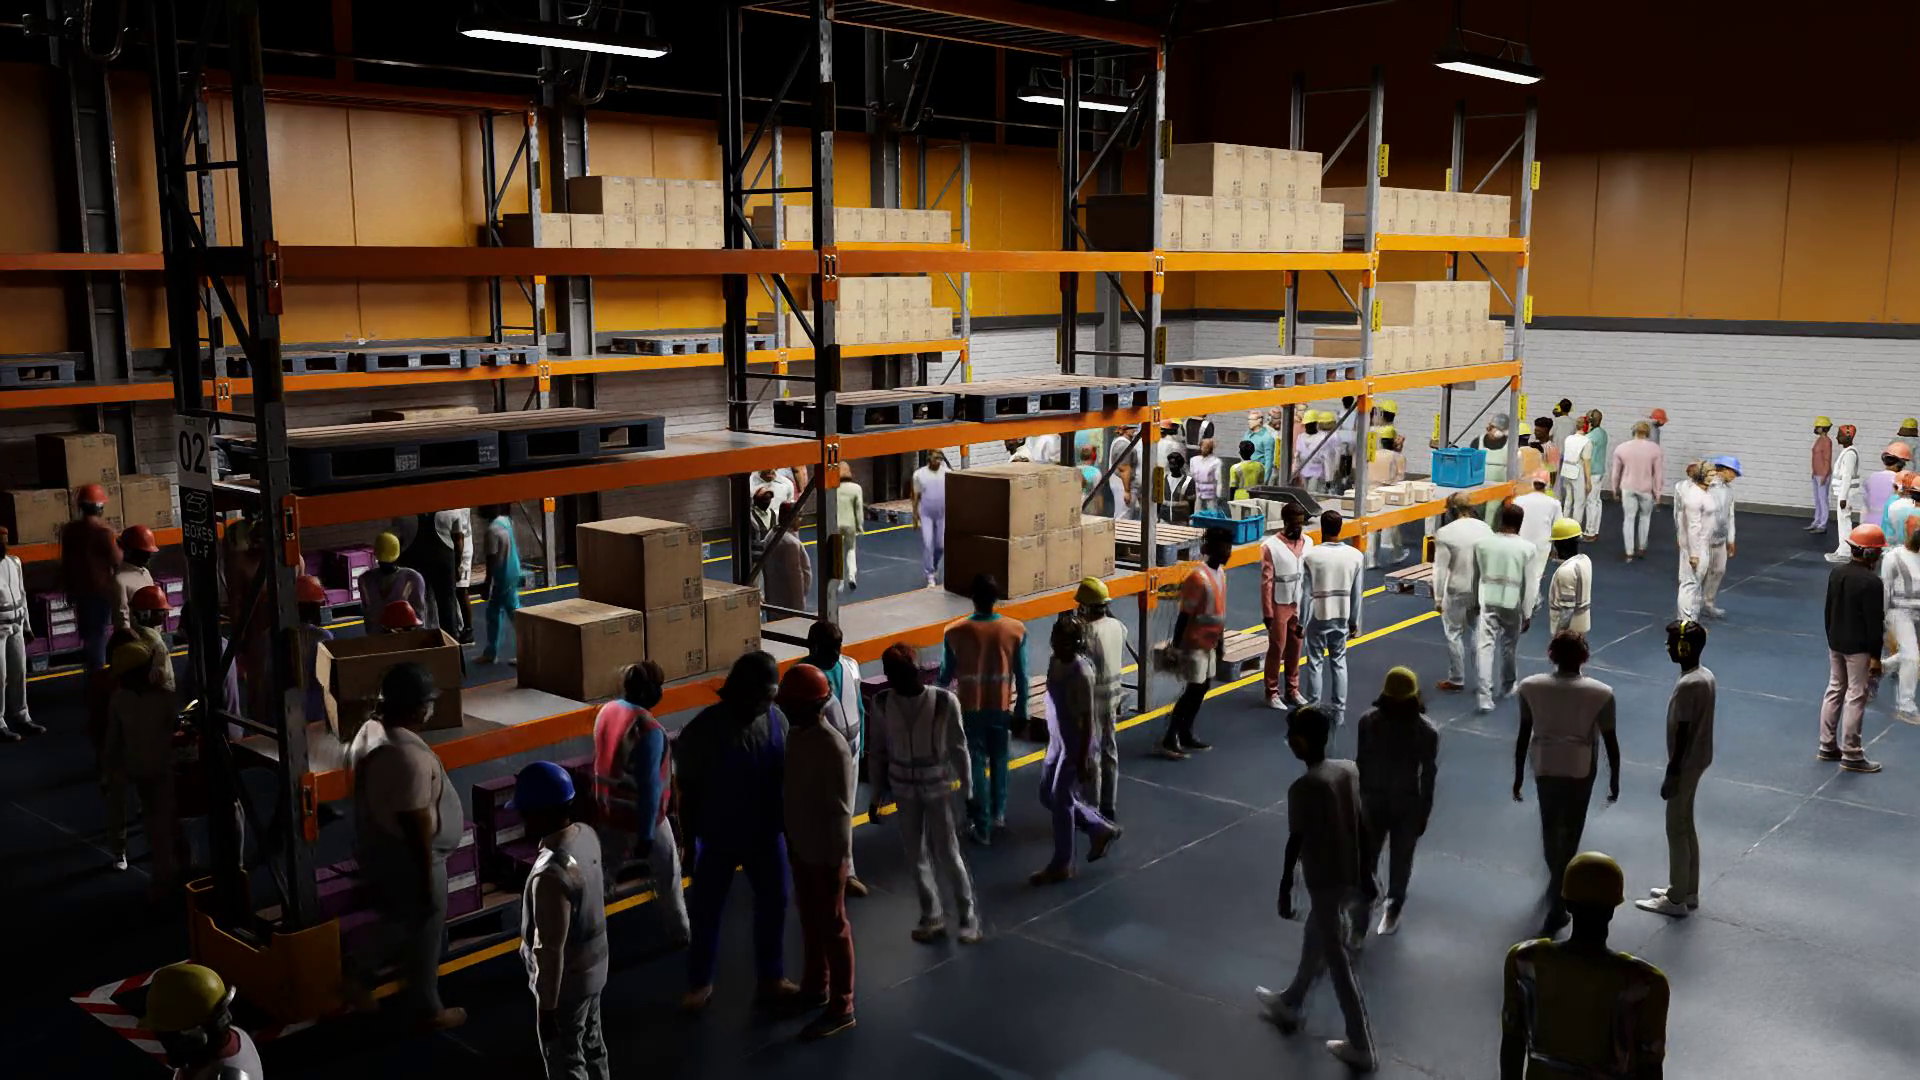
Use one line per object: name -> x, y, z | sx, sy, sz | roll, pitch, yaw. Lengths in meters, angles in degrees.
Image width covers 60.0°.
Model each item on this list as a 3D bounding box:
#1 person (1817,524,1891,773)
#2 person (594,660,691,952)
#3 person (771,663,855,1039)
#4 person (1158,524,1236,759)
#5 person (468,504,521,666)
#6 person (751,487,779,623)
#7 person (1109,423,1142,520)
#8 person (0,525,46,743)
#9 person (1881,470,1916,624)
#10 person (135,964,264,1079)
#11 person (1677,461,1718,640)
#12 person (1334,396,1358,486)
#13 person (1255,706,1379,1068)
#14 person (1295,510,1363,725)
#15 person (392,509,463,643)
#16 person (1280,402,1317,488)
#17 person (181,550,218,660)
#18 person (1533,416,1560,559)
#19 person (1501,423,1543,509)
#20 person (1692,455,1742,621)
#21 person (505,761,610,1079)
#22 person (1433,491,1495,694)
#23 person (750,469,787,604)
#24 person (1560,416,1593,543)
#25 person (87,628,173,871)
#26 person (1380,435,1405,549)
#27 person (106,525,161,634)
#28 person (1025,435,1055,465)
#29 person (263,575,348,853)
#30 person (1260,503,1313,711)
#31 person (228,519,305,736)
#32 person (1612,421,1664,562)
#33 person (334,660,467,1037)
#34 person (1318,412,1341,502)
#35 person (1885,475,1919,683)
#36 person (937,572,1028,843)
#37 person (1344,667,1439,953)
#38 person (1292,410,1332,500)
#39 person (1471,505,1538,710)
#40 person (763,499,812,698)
person -> 7.177, 0.853, 13.325 | 0.381, 1.994, 0.622 | -1, 10, -6
person -> -1.931, 1.587, 9.581 | 0.952, 1.799, 0.628 | -9, 13, -44
person -> -0.782, 1.619, 8.795 | 0.408, 1.986, 0.618 | -6, 11, -32
person -> 1.987, 0.825, 13.702 | 0.476, 1.923, 0.648 | 5, 11, 28
person -> -4.621, 0.405, 16.580 | 0.775, 1.799, 0.545 | -1, 10, -8
person -> -2.148, 0.227, 18.157 | 0.519, 1.633, 0.313 | -7, 12, -37
person -> 2.297, -0.723, 22.604 | 0.536, 2.000, 0.688 | 0, 10, -1
person -> -8.120, 0.785, 14.101 | 0.373, 1.879, 0.586 | 2, 10, 11
person -> 10.546, 0.079, 18.716 | 0.355, 1.739, 0.573 | 5, 11, 26
person -> -2.460, 2.253, 5.485 | 0.403, 1.822, 0.588 | -4, 11, -25
person -> 7.956, 0.108, 17.940 | 0.362, 1.939, 0.636 | 6, 11, 30
person -> 7.058, -1.833, 30.406 | 0.543, 1.644, 0.864 | 0, 10, -2
person -> 1.817, 1.739, 8.576 | 0.578, 1.813, 0.922 | -8, 13, -41
person -> 3.235, 0.689, 14.579 | 0.598, 1.908, 0.402 | -3, 10, -16
person -> -5.400, 0.226, 16.936 | 0.681, 2.000, 0.535 | -3, 10, -16
person -> 5.326, -1.249, 26.185 | 0.647, 1.898, 0.398 | -2, 10, -13
person -> -7.225, 0.581, 15.838 | 0.322, 1.696, 0.536 | -8, 12, -38
person -> 7.956, -0.713, 22.764 | 0.367, 1.965, 0.607 | -1, 10, -6
person -> 7.516, -0.610, 22.320 | 0.591, 1.913, 0.396 | -5, 11, -26
person -> 8.455, -0.006, 18.776 | 0.699, 1.897, 0.381 | -4, 10, -22
person -> -1.736, 1.900, 7.259 | 0.415, 1.939, 0.604 | 0, 10, 3
person -> 4.749, 0.500, 15.662 | 0.660, 1.920, 0.488 | -3, 10, -20
person -> -2.267, -0.167, 19.635 | 0.367, 1.932, 0.622 | 7, 12, 36
person -> 8.938, -0.877, 24.127 | 0.387, 1.838, 0.573 | -2, 10, -12
person -> -5.573, 1.389, 11.203 | 0.499, 1.633, 0.286 | -9, 13, -42
person -> 6.127, -0.684, 23.596 | 0.313, 1.631, 0.528 | 4, 10, 20
person -> -6.547, 0.864, 13.296 | 0.393, 1.985, 0.611 | -1, 10, -6
person -> 1.056, -0.919, 24.231 | 0.581, 1.882, 0.980 | 4, 10, 23
person -> -4.624, 1.201, 11.597 | 0.551, 1.890, 0.947 | 3, 10, 19
person -> 2.966, 0.596, 15.132 | 0.599, 1.909, 0.402 | -6, 11, -33
person -> -5.861, 0.754, 14.185 | 0.652, 1.906, 0.402 | -8, 12, -39
person -> 9.268, -0.680, 22.748 | 0.652, 1.897, 0.935 | 5, 11, 26
person -> -2.892, 1.606, 8.699 | 0.600, 2.000, 0.700 | -8, 12, -40
person -> 5.713, -1.133, 25.943 | 0.311, 1.741, 0.496 | -5, 11, -29
person -> 9.273, 0.363, 16.114 | 0.375, 2.044, 0.607 | -6, 11, -30
person -> 0.151, 1.166, 11.725 | 0.617, 1.902, 0.558 | -2, 10, -11
person -> 2.532, 1.585, 9.797 | 0.499, 1.697, 0.824 | 4, 11, 25
person -> 5.060, -0.944, 24.360 | 0.826, 1.894, 0.601 | -7, 12, -36
person -> 4.956, 0.608, 15.234 | 0.603, 1.860, 1.033 | 5, 11, 29
person -> -1.559, 0.572, 15.294 | 0.407, 1.902, 0.639 | -5, 11, -27
